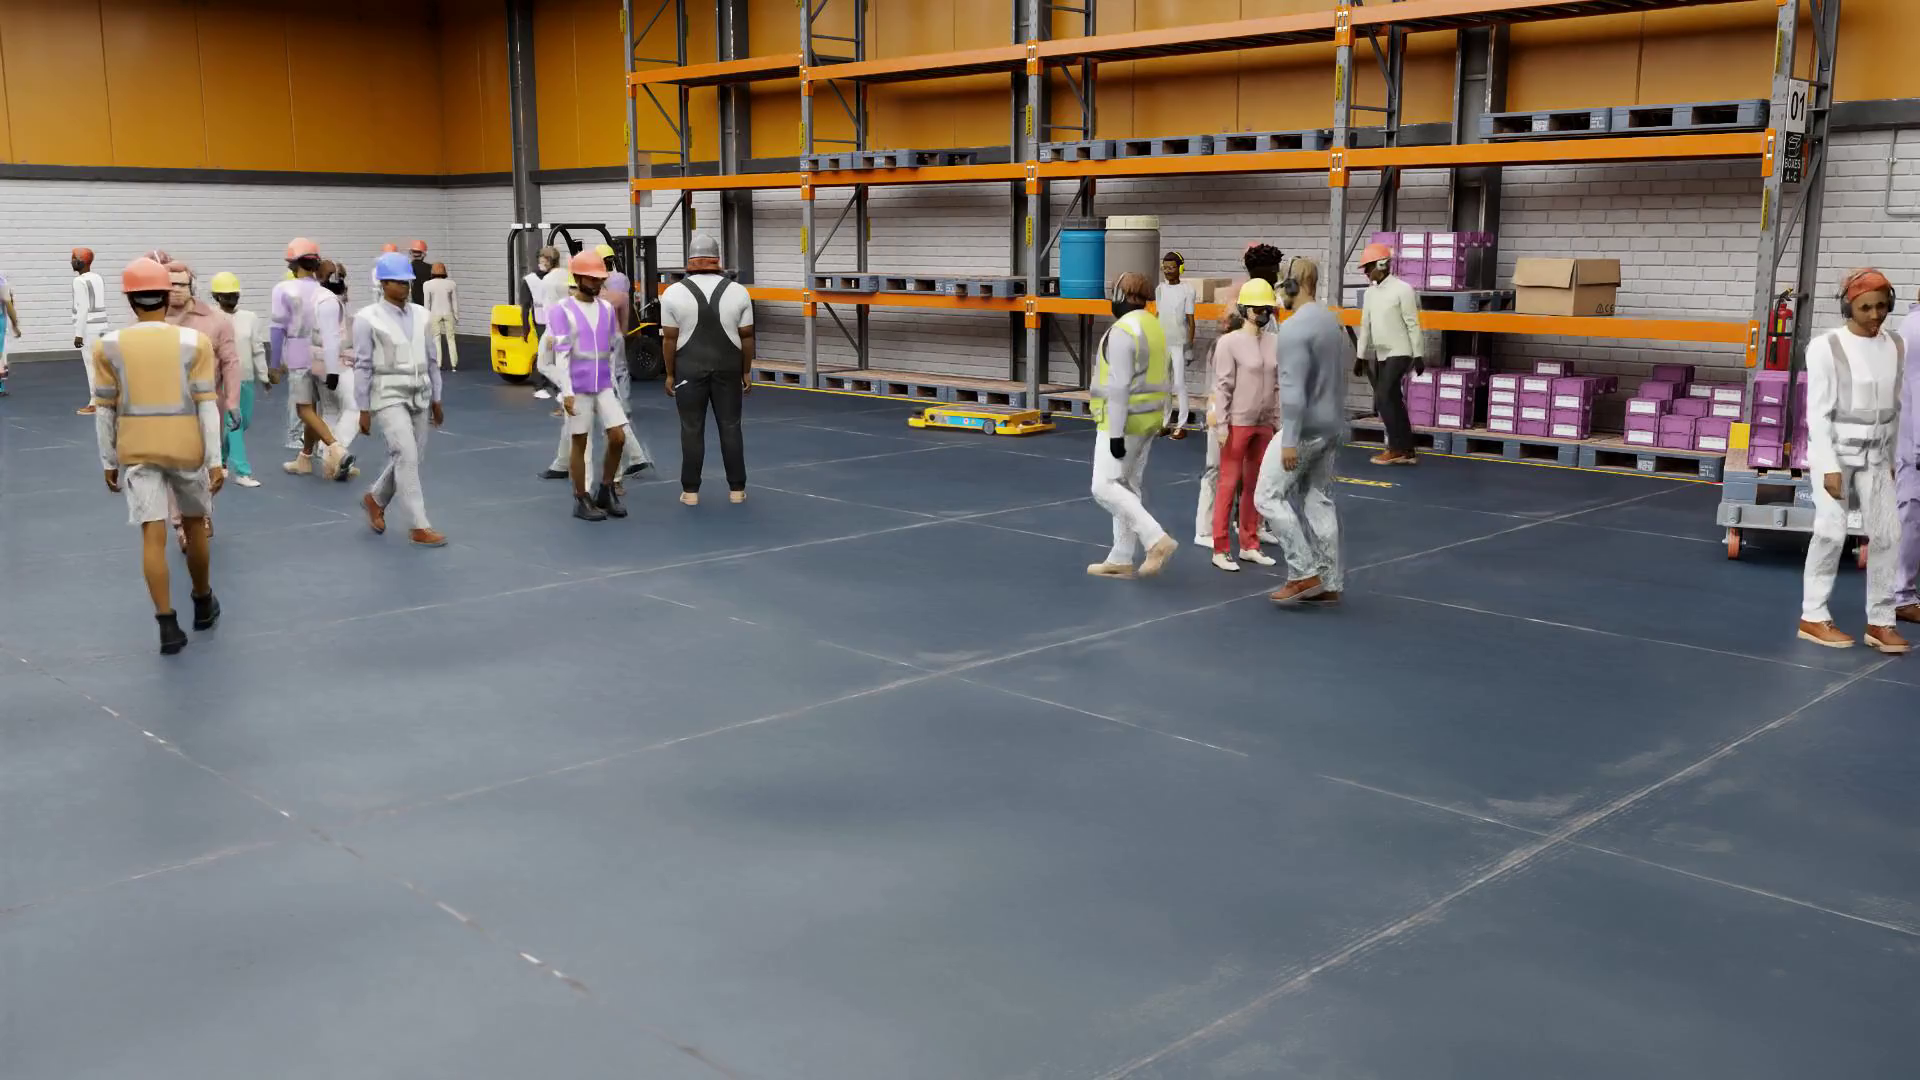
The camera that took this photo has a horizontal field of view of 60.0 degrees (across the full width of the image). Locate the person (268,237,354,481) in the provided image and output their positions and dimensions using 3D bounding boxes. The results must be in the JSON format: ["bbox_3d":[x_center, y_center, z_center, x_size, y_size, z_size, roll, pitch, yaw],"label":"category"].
[{"bbox_3d":[-5.367,-1.492,13.791,0.933,2.013,0.611,6,12,31],"label":"person"}]

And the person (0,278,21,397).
[{"bbox_3d":[-11.973,-2.617,20.487,0.568,1.806,0.944,-1,10,-4],"label":"person"}]

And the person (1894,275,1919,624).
[{"bbox_3d":[5.094,-0.521,8.753,0.411,1.908,0.643,5,12,26],"label":"person"}]

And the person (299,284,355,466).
[{"bbox_3d":[-5.534,-1.443,14.546,0.451,1.618,0.546,-2,11,-9],"label":"person"}]

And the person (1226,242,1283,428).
[{"bbox_3d":[2.641,-1.626,14.640,0.622,1.949,0.904,-5,11,-25],"label":"person"}]

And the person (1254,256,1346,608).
[{"bbox_3d":[1.867,-0.566,8.989,0.486,1.910,0.659,6,12,30],"label":"person"}]

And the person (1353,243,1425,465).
[{"bbox_3d":[3.792,-1.622,14.632,0.635,1.944,0.638,-3,11,-17],"label":"person"}]

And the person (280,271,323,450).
[{"bbox_3d":[-6.117,-1.706,15.683,0.708,1.717,0.499,3,11,15],"label":"person"}]

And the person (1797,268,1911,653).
[{"bbox_3d":[4.373,-0.365,8.023,0.628,1.860,0.653,-3,11,-14],"label":"person"}]

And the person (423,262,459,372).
[{"bbox_3d":[-7.705,-3.312,24.712,0.507,1.631,0.266,-6,12,-28],"label":"person"}]

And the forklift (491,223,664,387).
[{"bbox_3d":[-5.316,-3.263,22.920,2.313,2.155,1.214,-10,14,-44],"label":"forklift"}]

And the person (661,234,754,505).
[{"bbox_3d":[-1.913,-1.290,12.581,0.688,2.000,0.536,-3,11,-15],"label":"person"}]

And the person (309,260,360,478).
[{"bbox_3d":[-5.211,-1.411,13.865,0.449,1.812,0.675,-6,12,-30],"label":"person"}]

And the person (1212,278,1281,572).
[{"bbox_3d":[1.765,-0.695,10.086,0.533,1.767,0.326,-7,13,-35],"label":"person"}]

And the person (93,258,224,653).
[{"bbox_3d":[-3.976,-0.440,8.305,0.562,1.899,0.926,-4,11,-19],"label":"person"}]

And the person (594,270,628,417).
[{"bbox_3d":[-3.880,-2.153,18.144,0.545,1.705,0.867,-5,11,-24],"label":"person"}]

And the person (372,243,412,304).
[{"bbox_3d":[-8.365,-3.405,24.472,0.579,1.898,0.899,-6,12,-28],"label":"person"}]

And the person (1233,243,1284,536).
[{"bbox_3d":[2.025,-1.022,11.322,0.367,1.966,0.606,2,11,8],"label":"person"}]

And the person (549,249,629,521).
[{"bbox_3d":[-2.604,-1.077,11.738,0.554,1.919,0.473,-10,14,-43],"label":"person"}]

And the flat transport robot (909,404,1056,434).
[{"bbox_3d":[0.226,-1.266,17.278,1.431,0.197,0.652,8,13,36],"label":"flat transport robot"}]

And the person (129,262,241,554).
[{"bbox_3d":[-5.034,-0.875,10.850,0.635,1.855,1.013,-6,12,-28],"label":"person"}]

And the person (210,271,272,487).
[{"bbox_3d":[-5.979,-1.321,13.575,0.791,1.737,0.524,6,12,31],"label":"person"}]

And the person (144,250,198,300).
[{"bbox_3d":[-7.919,-1.978,16.763,0.493,1.879,0.656,3,11,15],"label":"person"}]

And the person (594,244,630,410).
[{"bbox_3d":[-4.016,-2.416,19.054,0.375,1.919,0.584,5,12,25],"label":"person"}]

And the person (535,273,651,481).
[{"bbox_3d":[-3.020,-1.368,13.719,0.934,1.786,0.615,0,10,-1],"label":"person"}]

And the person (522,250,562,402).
[{"bbox_3d":[-5.037,-2.643,20.433,0.609,1.863,0.993,-10,14,-42],"label":"person"}]

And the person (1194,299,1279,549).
[{"bbox_3d":[1.822,-0.723,10.653,0.668,1.615,0.519,5,11,24],"label":"person"}]

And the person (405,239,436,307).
[{"bbox_3d":[-8.247,-3.584,25.304,0.623,1.968,0.894,1,10,5],"label":"person"}]

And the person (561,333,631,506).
[{"bbox_3d":[-2.752,-1.051,12.581,0.514,1.563,0.967,-2,11,-8],"label":"person"}]

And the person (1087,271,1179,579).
[{"bbox_3d":[1.022,-0.660,9.759,0.533,1.815,0.630,6,12,28],"label":"person"}]

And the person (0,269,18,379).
[{"bbox_3d":[-13.658,-3.192,23.481,0.520,1.848,0.570,6,12,31],"label":"person"}]

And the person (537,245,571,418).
[{"bbox_3d":[-4.421,-2.269,18.272,0.449,1.914,0.684,2,11,10],"label":"person"}]

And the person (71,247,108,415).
[{"bbox_3d":[-9.874,-2.365,18.868,0.355,1.885,0.575,-1,10,-4],"label":"person"}]

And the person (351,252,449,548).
[{"bbox_3d":[-3.730,-0.929,10.946,0.860,1.922,0.611,6,12,31],"label":"person"}]

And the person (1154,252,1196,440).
[{"bbox_3d":[2.109,-1.928,16.564,0.333,1.860,0.509,-10,14,-43],"label":"person"}]
